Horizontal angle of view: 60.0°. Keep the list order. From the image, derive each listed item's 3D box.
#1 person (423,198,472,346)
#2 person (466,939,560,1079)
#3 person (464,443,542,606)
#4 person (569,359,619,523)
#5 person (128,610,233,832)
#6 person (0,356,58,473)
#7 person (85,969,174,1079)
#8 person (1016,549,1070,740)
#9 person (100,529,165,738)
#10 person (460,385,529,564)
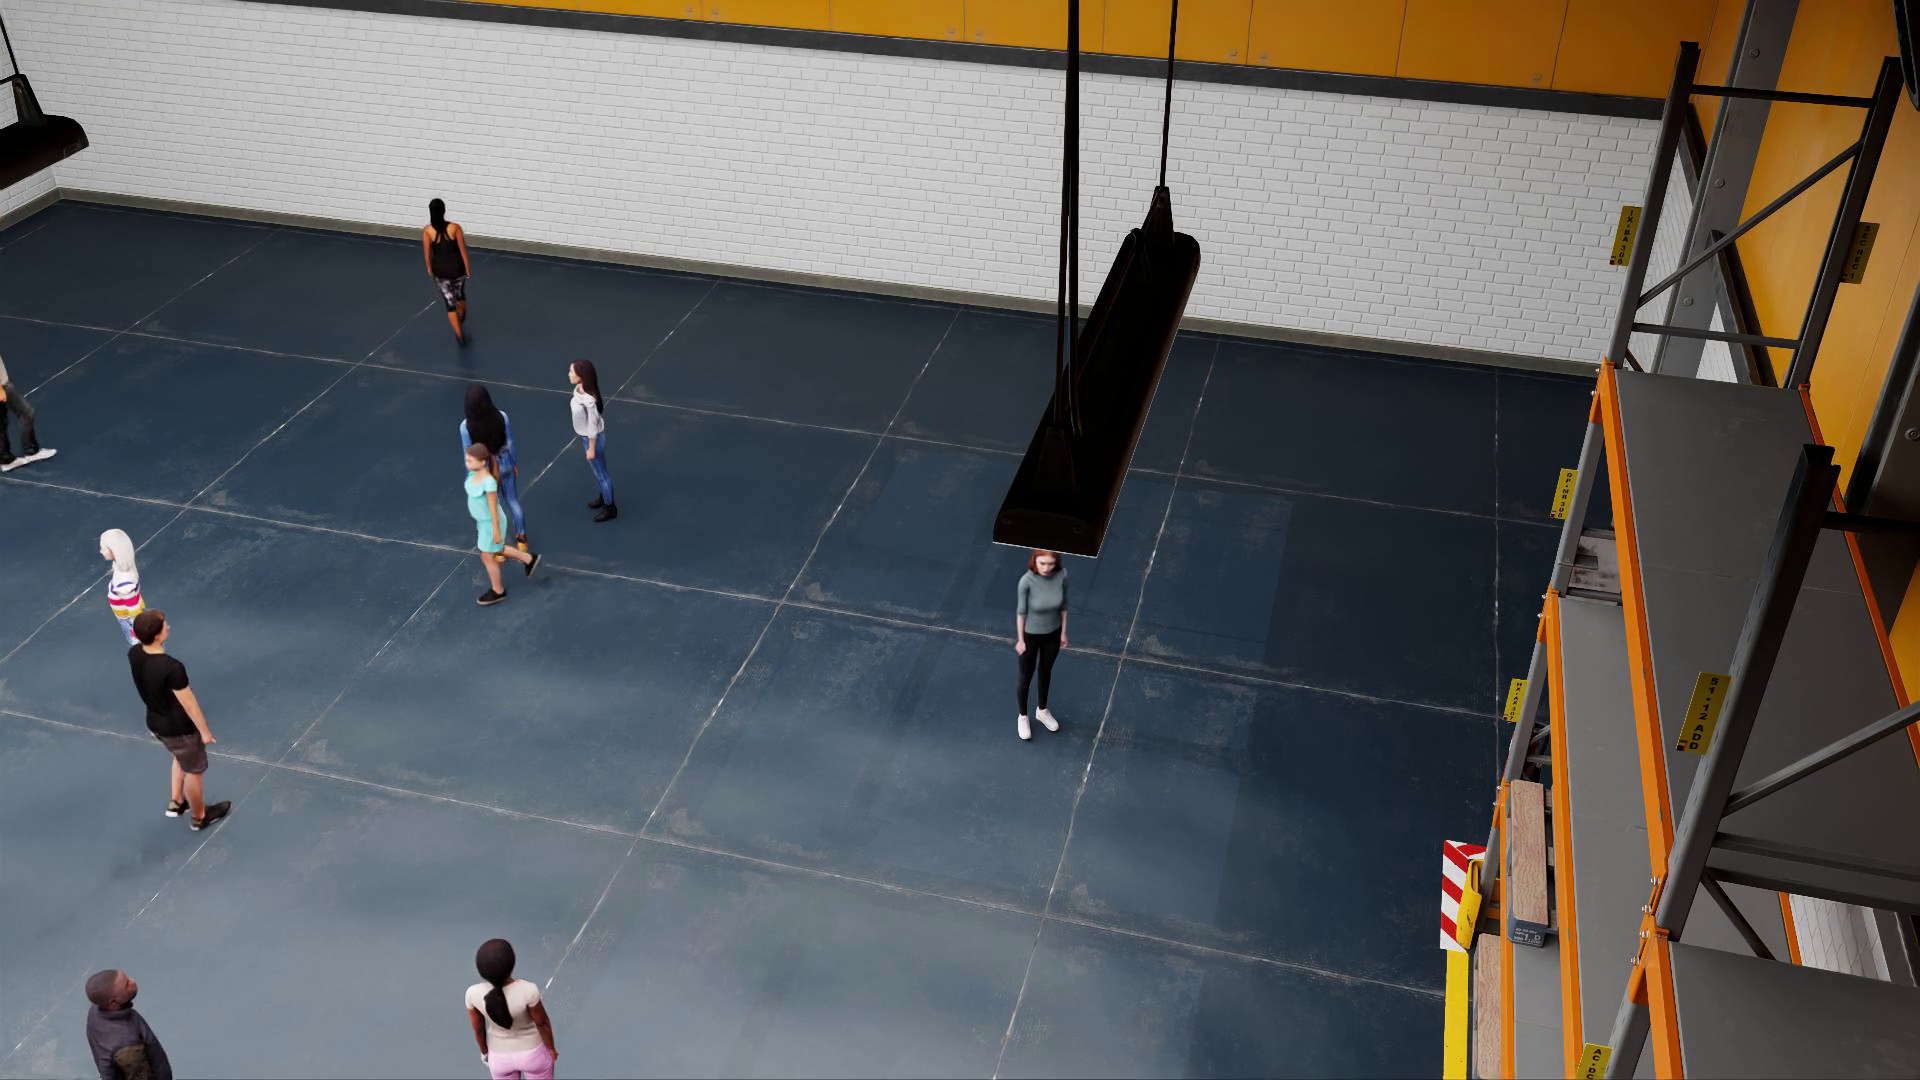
[{"bbox_3d":[-5.588,-2.912,18.170,0.952,1.620,1.134,-10,35,-14],"label":"person"},{"bbox_3d":[-2.481,2.885,9.337,0.636,1.744,0.609,-1,34,-2],"label":"person"},{"bbox_3d":[-3.923,-0.174,14.118,0.922,1.546,0.866,-17,37,-24],"label":"person"},{"bbox_3d":[-3.339,-0.929,15.175,0.738,1.633,0.633,-11,35,-15],"label":"person"},{"bbox_3d":[-5.569,1.309,11.612,0.776,1.850,0.768,18,37,24],"label":"person"},{"bbox_3d":[-9.279,-1.454,15.814,0.840,1.800,0.889,26,42,33],"label":"person"},{"bbox_3d":[-4.501,3.047,9.024,1.016,1.820,0.943,-27,42,-35],"label":"person"},{"bbox_3d":[0.611,0.729,12.582,0.662,1.743,0.698,-11,35,-17],"label":"person"},{"bbox_3d":[-6.199,0.680,12.595,0.775,1.809,0.699,-16,37,-22],"label":"person"},{"bbox_3d":[-4.091,-0.590,14.593,0.668,1.713,0.729,-18,37,-25],"label":"person"}]
